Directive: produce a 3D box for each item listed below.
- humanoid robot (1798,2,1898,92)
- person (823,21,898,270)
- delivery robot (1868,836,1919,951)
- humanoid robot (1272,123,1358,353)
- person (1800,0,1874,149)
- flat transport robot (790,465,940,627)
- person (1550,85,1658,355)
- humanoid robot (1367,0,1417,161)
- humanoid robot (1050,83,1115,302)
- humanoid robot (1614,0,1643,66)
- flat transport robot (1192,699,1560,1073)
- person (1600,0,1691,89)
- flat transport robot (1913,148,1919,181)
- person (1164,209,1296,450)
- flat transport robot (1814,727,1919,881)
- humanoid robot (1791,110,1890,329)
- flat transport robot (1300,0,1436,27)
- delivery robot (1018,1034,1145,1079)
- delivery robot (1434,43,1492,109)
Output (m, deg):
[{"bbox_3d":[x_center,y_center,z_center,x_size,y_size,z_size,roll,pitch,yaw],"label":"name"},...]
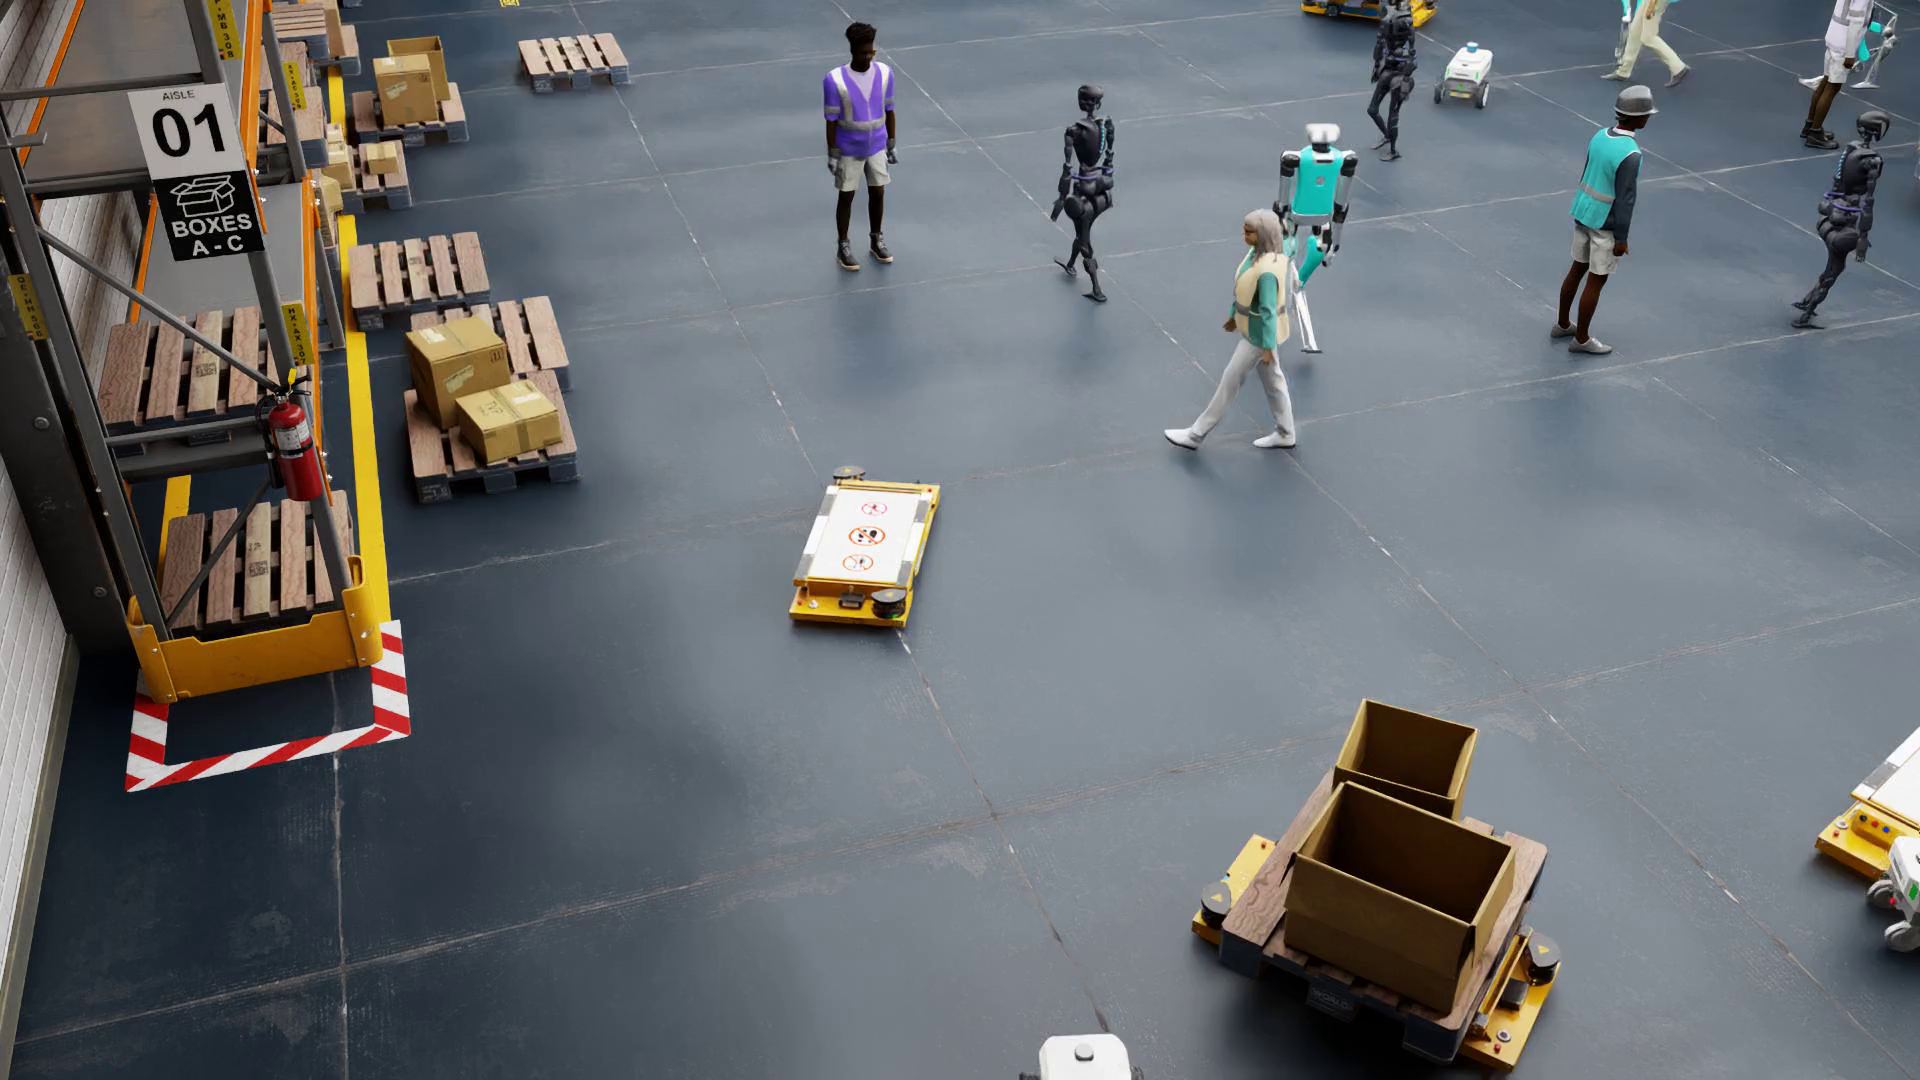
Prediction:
[{"bbox_3d":[9.065,-5.224,16.541,1.039,1.732,0.559,4,33,6],"label":"humanoid robot"},{"bbox_3d":[-0.769,-3.096,13.066,0.610,1.957,0.376,-16,36,-23],"label":"person"},{"bbox_3d":[4.456,1.550,7.236,0.796,0.613,0.499,6,34,9],"label":"delivery robot"},{"bbox_3d":[2.423,-2.179,11.840,0.543,1.731,0.995,-3,33,-4],"label":"humanoid robot"},{"bbox_3d":[8.219,-4.600,15.395,0.384,1.930,0.542,8,34,12],"label":"person"},{"bbox_3d":[-0.540,0.022,9.825,0.659,0.231,1.431,4,33,6],"label":"flat transport robot"},{"bbox_3d":[4.557,-2.267,11.806,0.430,1.938,0.559,-6,34,-9],"label":"person"},{"bbox_3d":[3.956,-4.267,15.123,0.423,1.640,0.611,-11,35,-16],"label":"humanoid robot"},{"bbox_3d":[0.908,-2.684,12.708,0.610,1.634,0.699,-28,42,-36],"label":"humanoid robot"},{"bbox_3d":[7.094,-5.752,17.390,0.543,1.766,1.039,7,34,11],"label":"humanoid robot"},{"bbox_3d":[1.792,1.732,7.202,1.431,0.231,0.659,19,38,27],"label":"flat transport robot"},{"bbox_3d":[7.115,-5.497,16.870,0.783,1.821,0.570,12,35,18],"label":"person"},{"bbox_3d":[8.954,-2.844,14.220,0.659,0.231,1.431,-2,33,-3],"label":"flat transport robot"},{"bbox_3d":[1.805,-1.309,10.581,0.907,1.656,0.493,2,33,4],"label":"person"},{"bbox_3d":[4.749,1.254,7.935,1.431,0.231,0.659,-26,41,-33],"label":"flat transport robot"},{"bbox_3d":[6.448,-2.324,12.132,0.344,1.645,0.603,1,33,2],"label":"humanoid robot"},{"bbox_3d":[4.777,-6.261,19.462,1.431,0.231,0.659,17,37,24],"label":"flat transport robot"},{"bbox_3d":[0.487,2.217,6.204,0.499,0.603,0.803,-2,33,-3],"label":"delivery robot"},{"bbox_3d":[5.128,-4.703,16.821,0.499,0.608,0.786,15,36,21],"label":"delivery robot"}]
